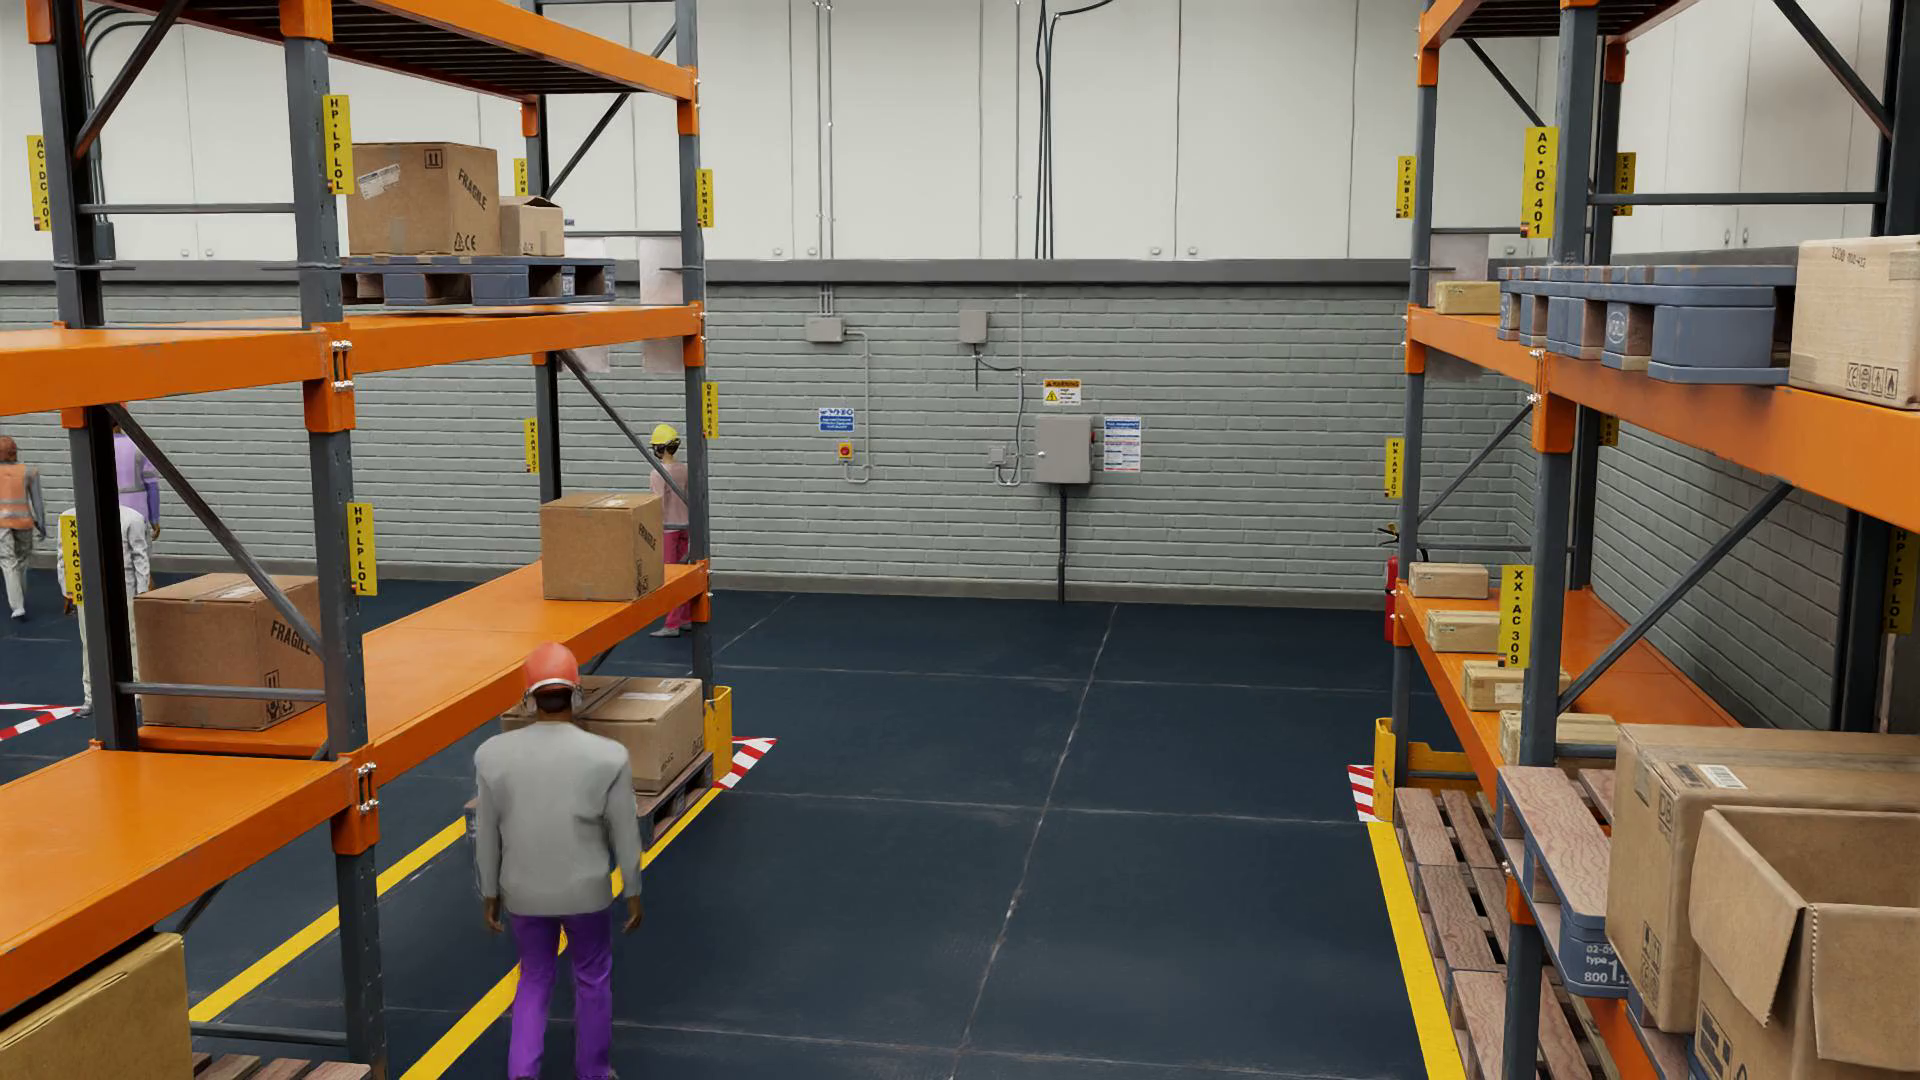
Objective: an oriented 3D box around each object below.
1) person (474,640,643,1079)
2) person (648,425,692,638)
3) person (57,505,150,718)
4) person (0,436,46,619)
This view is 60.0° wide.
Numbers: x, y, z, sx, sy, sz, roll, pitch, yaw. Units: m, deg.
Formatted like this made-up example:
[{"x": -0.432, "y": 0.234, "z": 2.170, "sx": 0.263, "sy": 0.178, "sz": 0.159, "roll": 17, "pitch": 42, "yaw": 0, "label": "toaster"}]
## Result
[{"x": -1.423, "y": 1.225, "z": 5.869, "sx": 0.584, "sy": 1.732, "sz": 0.531, "roll": 0, "pitch": 9, "yaw": 3, "label": "person"}, {"x": -2.421, "y": -0.072, "z": 13.790, "sx": 0.317, "sy": 1.766, "sz": 0.534, "roll": 4, "pitch": 10, "yaw": 21, "label": "person"}, {"x": -5.816, "y": 0.337, "z": 11.297, "sx": 0.569, "sy": 1.749, "sz": 0.342, "roll": -2, "pitch": 9, "yaw": -11, "label": "person"}, {"x": -8.345, "y": -0.120, "z": 14.617, "sx": 0.530, "sy": 1.592, "sz": 0.895, "roll": -8, "pitch": 12, "yaw": -41, "label": "person"}]
